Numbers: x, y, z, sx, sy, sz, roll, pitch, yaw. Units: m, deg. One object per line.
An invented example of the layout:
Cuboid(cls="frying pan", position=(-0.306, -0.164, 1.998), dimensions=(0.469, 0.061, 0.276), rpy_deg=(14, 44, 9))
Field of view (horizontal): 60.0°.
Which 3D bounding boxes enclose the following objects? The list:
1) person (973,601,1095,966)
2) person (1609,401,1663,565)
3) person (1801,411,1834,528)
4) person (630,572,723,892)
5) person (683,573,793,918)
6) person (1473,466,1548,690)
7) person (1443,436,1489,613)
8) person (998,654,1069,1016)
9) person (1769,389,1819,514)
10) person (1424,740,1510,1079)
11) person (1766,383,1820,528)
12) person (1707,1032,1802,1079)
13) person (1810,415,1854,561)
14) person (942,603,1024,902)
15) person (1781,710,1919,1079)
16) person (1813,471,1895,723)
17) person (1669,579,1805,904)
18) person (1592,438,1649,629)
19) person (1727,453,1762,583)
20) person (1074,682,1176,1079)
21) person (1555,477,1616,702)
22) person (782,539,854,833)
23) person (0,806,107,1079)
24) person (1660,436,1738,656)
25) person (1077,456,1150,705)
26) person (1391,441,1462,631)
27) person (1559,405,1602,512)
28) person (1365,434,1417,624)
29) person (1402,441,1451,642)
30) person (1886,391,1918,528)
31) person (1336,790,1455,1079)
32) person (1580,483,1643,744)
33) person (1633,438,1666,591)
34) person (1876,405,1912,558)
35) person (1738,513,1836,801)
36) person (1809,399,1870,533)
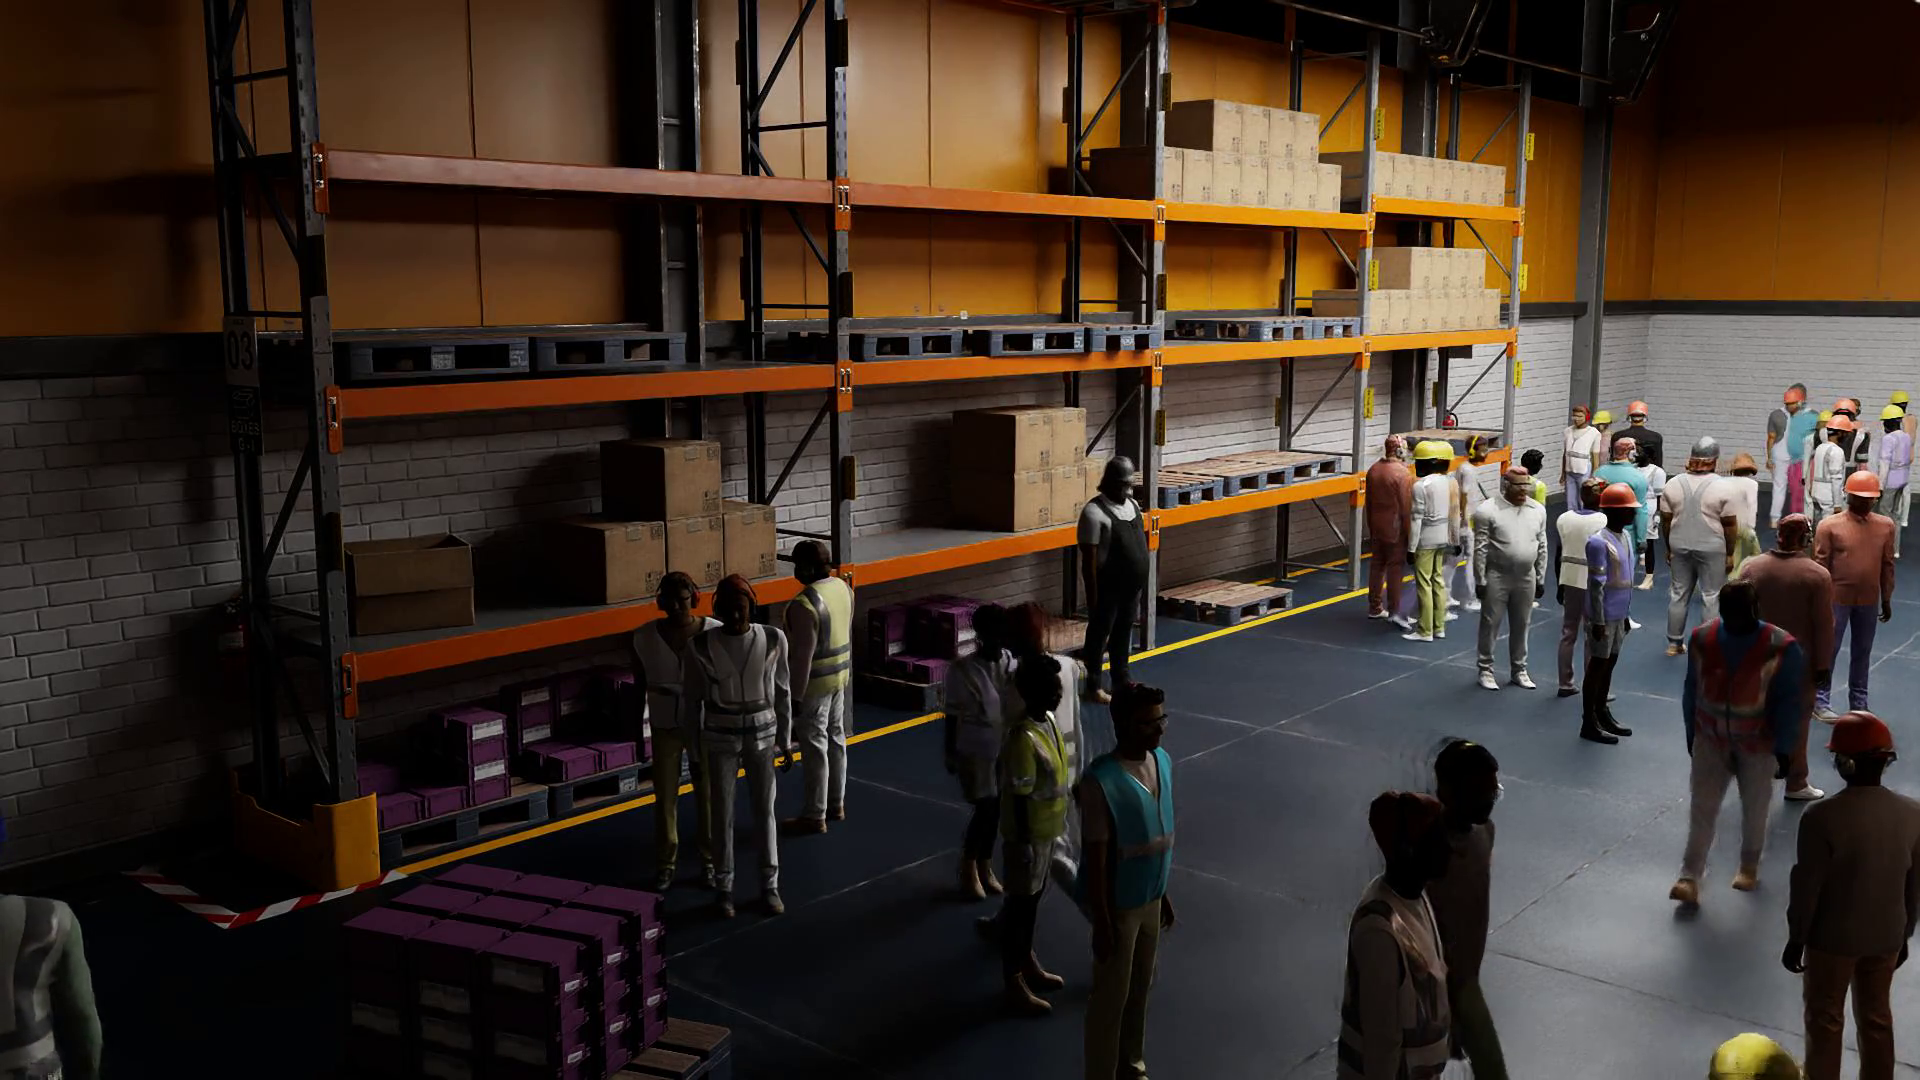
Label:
Cuboid(cls="person", position=(0.474, 1.221, 8.366), dimensions=(0.978, 1.845, 0.578), rpy_deg=(6, 11, 36))
Cuboid(cls="person", position=(8.188, -0.691, 20.180), dimensions=(0.611, 1.995, 0.377), rpy_deg=(3, 9, 20))
Cuboid(cls="person", position=(11.423, -0.849, 22.049), dimensions=(0.488, 1.731, 0.325), rpy_deg=(3, 9, 20))
Cuboid(cls="person", position=(-1.558, 1.069, 9.365), dimensions=(0.564, 1.834, 0.398), rpy_deg=(-1, 9, -6))
Cuboid(cls="person", position=(-1.196, 1.104, 8.989), dimensions=(0.586, 1.879, 0.358), rpy_deg=(-3, 9, -17))
Cuboid(cls="person", position=(4.632, 0.319, 13.984), dimensions=(0.645, 1.901, 0.400), rpy_deg=(-1, 9, -7))
Cuboid(cls="person", position=(5.304, -0.163, 17.294), dimensions=(0.567, 1.843, 0.617), rpy_deg=(2, 9, 15))
Cuboid(cls="person", position=(0.351, 1.368, 7.862), dimensions=(0.317, 1.695, 0.540), rpy_deg=(3, 9, 16))
Cuboid(cls="person", position=(11.466, -1.095, 22.911), dimensions=(0.818, 1.953, 0.648), rpy_deg=(-6, 11, -34))
Cuboid(cls="person", position=(1.802, 1.613, 5.850), dimensions=(0.510, 1.827, 0.869), rpy_deg=(-6, 11, -33))
Cuboid(cls="person", position=(11.590, -1.174, 23.151), dimensions=(0.688, 2.000, 0.536), rpy_deg=(4, 10, 24))
Cuboid(cls="person", position=(1.747, 1.988, 3.817), dimensions=(0.550, 1.713, 0.776), rpy_deg=(-2, 9, -14))
Cuboid(cls="person", position=(9.936, -0.467, 18.977), dimensions=(0.392, 1.926, 0.550), rpy_deg=(1, 9, 6))
Cuboid(cls="person", position=(0.175, 1.170, 9.207), dimensions=(0.533, 1.672, 0.441), rpy_deg=(-5, 10, -30))
Cuboid(cls="person", position=(3.522, 1.539, 6.610), dimensions=(0.568, 1.743, 0.351), rpy_deg=(-2, 9, -12))
Cuboid(cls="person", position=(6.916, 0.447, 12.885), dimensions=(0.613, 1.987, 0.408), rpy_deg=(0, 9, -1))
Cuboid(cls="person", position=(4.260, 1.115, 9.156), dimensions=(0.642, 1.789, 0.946), rpy_deg=(7, 11, 39))
Cuboid(cls="person", position=(6.546, -0.066, 16.478), dimensions=(0.398, 1.898, 0.644), rpy_deg=(-4, 10, -26))
Cuboid(cls="person", position=(8.358, -0.129, 17.761), dimensions=(0.359, 1.610, 0.535), rpy_deg=(-2, 9, -10))
Cuboid(cls="person", position=(0.673, 1.469, 6.725), dimensions=(0.390, 1.846, 0.565), rpy_deg=(6, 11, 33))
Cuboid(cls="person", position=(5.104, 0.404, 13.591), dimensions=(0.393, 1.847, 0.563), rpy_deg=(-6, 10, -32))
Cuboid(cls="person", position=(-0.910, 0.905, 10.392), dimensions=(0.429, 1.842, 0.626), rpy_deg=(4, 10, 23))
Cuboid(cls="person", position=(-2.928, 1.709, 5.004), dimensions=(0.628, 1.915, 0.935), rpy_deg=(-4, 10, -23))
Cuboid(cls="person", position=(6.744, 0.072, 15.114), dimensions=(0.536, 2.000, 0.676), rpy_deg=(-8, 12, -41))
Cuboid(cls="person", position=(1.289, 0.313, 13.561), dimensions=(0.536, 2.000, 0.683), rpy_deg=(8, 12, 42))
Cuboid(cls="person", position=(4.618, -0.040, 16.421), dimensions=(0.993, 1.874, 0.584), rpy_deg=(-5, 10, -28))
Cuboid(cls="person", position=(8.098, -0.847, 21.705), dimensions=(0.394, 1.836, 0.561), rpy_deg=(-5, 10, -28))
Cuboid(cls="person", position=(4.363, -0.114, 16.742), dimensions=(0.403, 1.911, 0.637), rpy_deg=(-4, 10, -24))
Cuboid(cls="person", position=(4.443, 0.015, 15.884), dimensions=(0.589, 1.918, 0.402), rpy_deg=(-9, 12, -44))
Cuboid(cls="person", position=(13.024, -1.109, 23.105), dimensions=(0.589, 1.924, 0.384), rpy_deg=(-6, 10, -32))
Cuboid(cls="person", position=(1.354, 1.693, 5.160), dimensions=(0.355, 1.884, 0.575), rpy_deg=(3, 9, 21))
Cuboid(cls="person", position=(4.870, 0.538, 12.429), dimensions=(0.353, 1.942, 0.545), rpy_deg=(8, 12, 42))
Cuboid(cls="person", position=(7.579, -0.287, 18.534), dimensions=(0.317, 1.695, 0.540), rpy_deg=(-6, 10, -33))
Cuboid(cls="person", position=(11.490, -0.708, 20.562), dimensions=(0.591, 1.913, 0.394), rpy_deg=(-7, 11, -37))
Cuboid(cls="person", position=(5.501, 0.769, 11.063), dimensions=(0.407, 1.905, 0.638), rpy_deg=(-6, 11, -33))
Cuboid(cls="person", position=(10.597, -0.689, 20.075), dimensions=(0.613, 2.031, 0.410), rpy_deg=(5, 10, 28))
